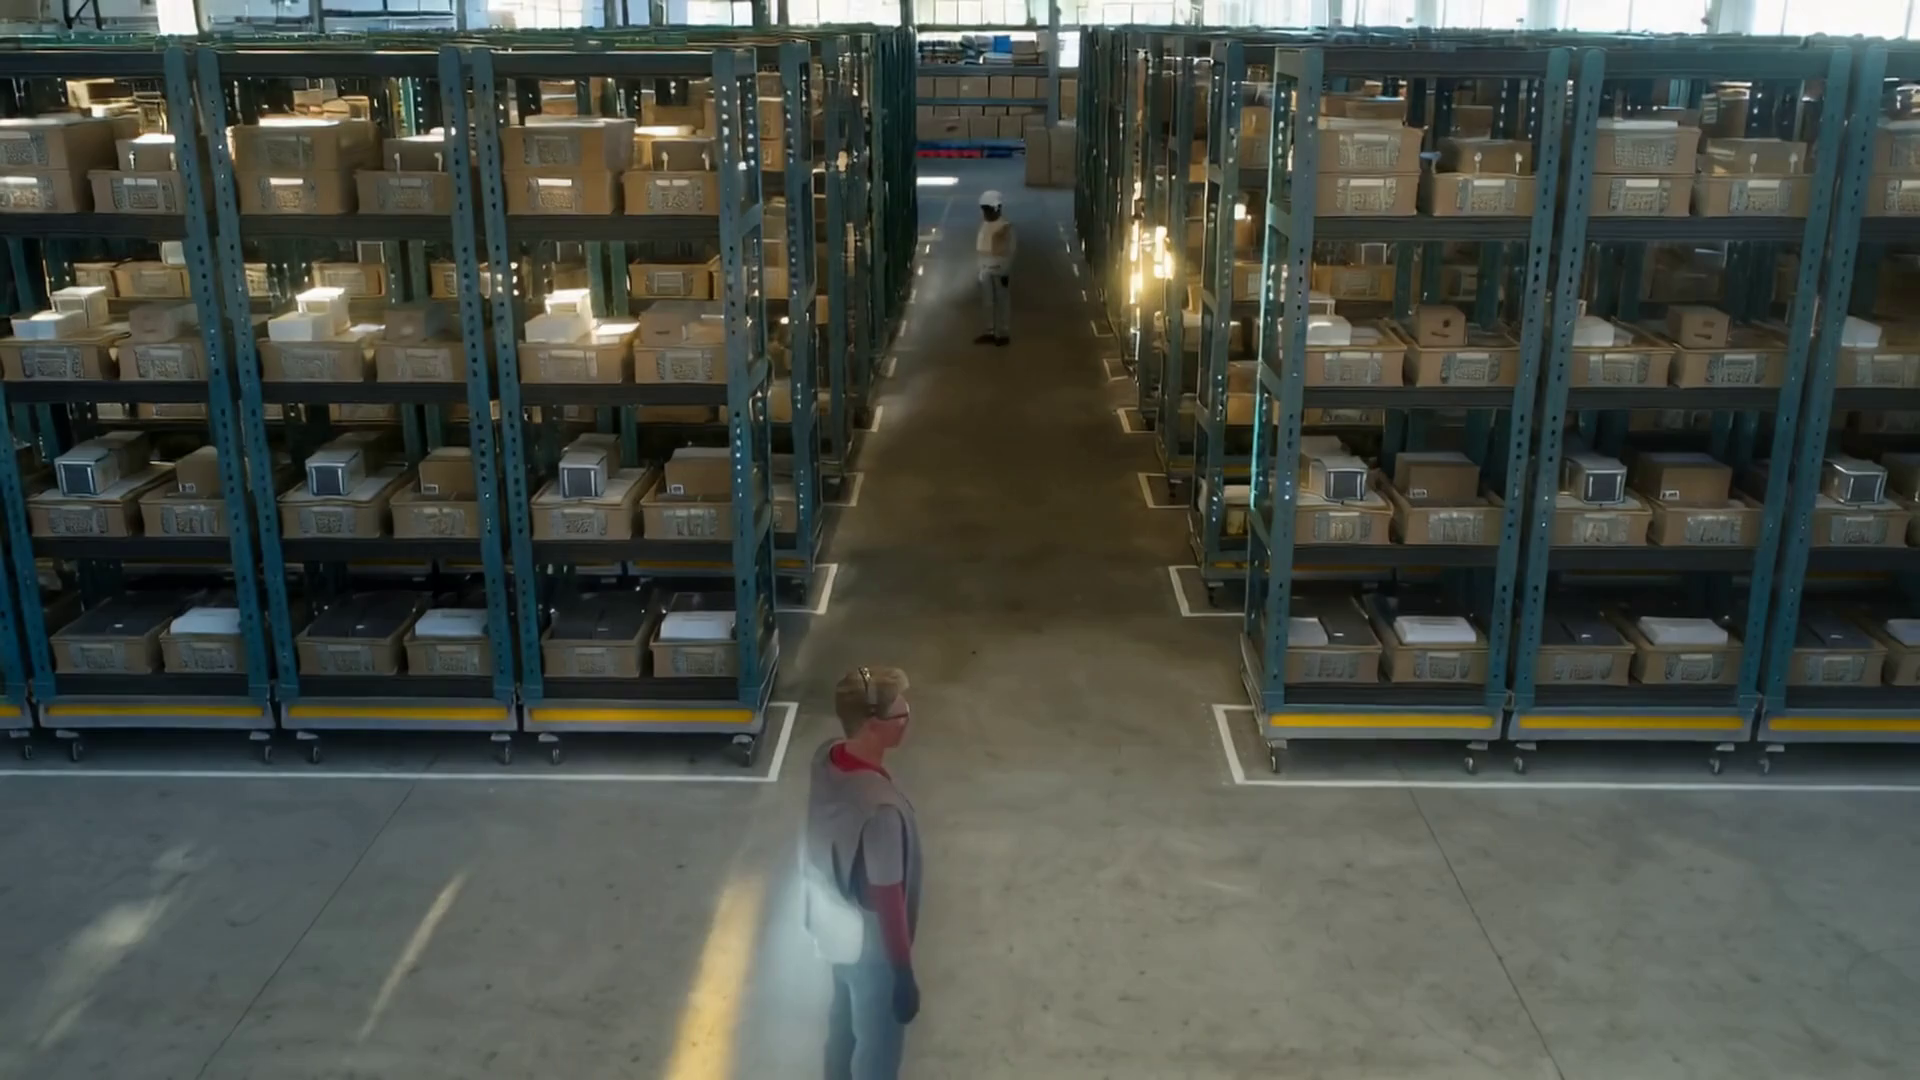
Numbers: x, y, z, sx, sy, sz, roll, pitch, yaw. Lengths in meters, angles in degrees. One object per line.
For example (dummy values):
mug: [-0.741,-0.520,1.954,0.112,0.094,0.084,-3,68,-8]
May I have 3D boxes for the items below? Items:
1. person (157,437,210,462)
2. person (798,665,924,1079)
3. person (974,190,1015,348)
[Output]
person: [-5.724,-0.859,11.918,1.026,1.938,0.633,0,17,-1]
person: [-0.301,1.272,5.284,0.389,1.846,0.566,-8,19,-24]
person: [0.391,-3.172,19.469,0.403,1.831,0.597,-11,20,-30]
